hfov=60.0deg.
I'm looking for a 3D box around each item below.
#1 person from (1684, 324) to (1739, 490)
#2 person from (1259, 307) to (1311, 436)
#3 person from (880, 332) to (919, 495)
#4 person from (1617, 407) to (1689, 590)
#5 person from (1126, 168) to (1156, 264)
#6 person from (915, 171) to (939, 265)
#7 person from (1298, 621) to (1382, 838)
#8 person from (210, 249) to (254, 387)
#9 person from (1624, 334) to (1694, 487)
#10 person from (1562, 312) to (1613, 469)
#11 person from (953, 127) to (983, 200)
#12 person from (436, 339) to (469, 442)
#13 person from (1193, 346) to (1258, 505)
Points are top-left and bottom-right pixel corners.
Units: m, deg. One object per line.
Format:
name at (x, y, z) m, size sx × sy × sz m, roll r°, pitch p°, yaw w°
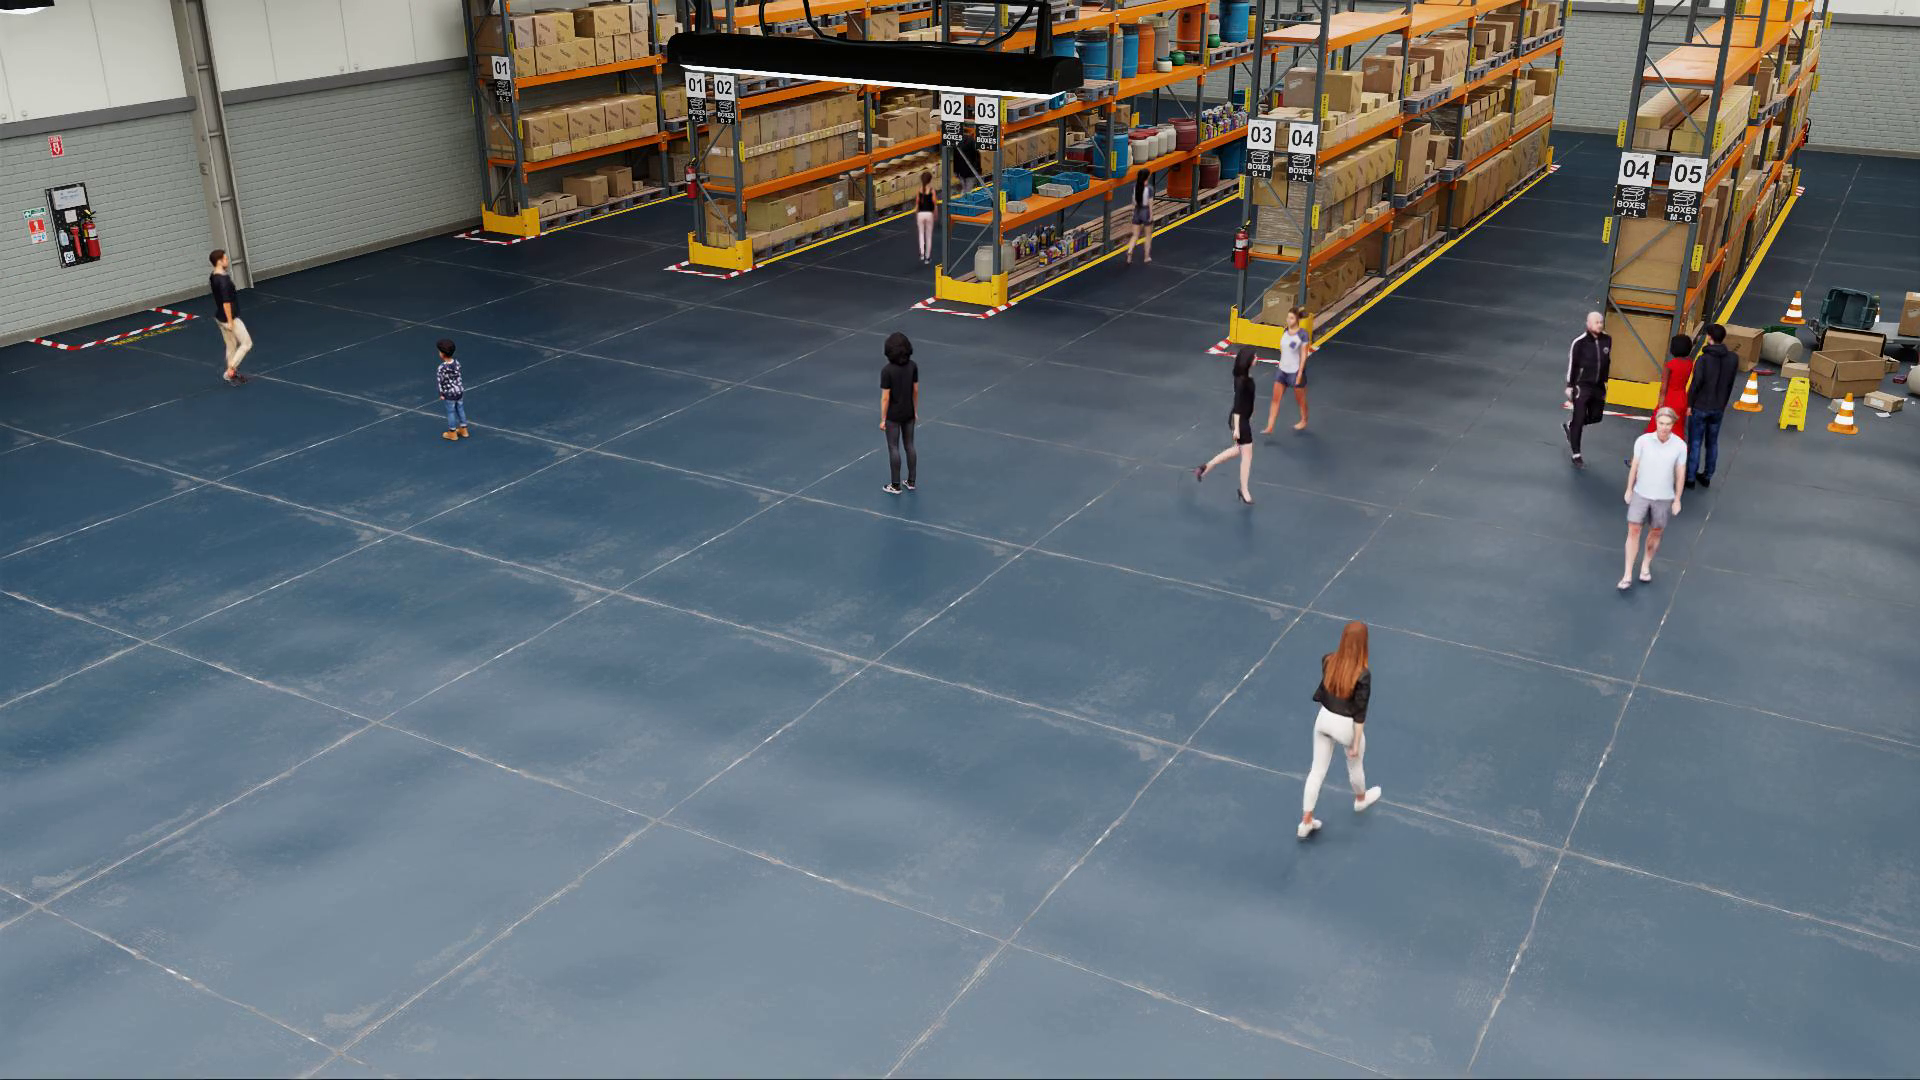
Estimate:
person at (8.376, -1.491, 18.588) m, size 0.771 × 1.887 × 0.812 m, roll -4°, pitch 23°, yaw -9°
person at (4.102, -2.042, 20.285) m, size 1.097 × 1.573 × 0.809 m, roll -18°, pitch 29°, yaw -36°
person at (-0.667, -1.421, 18.490) m, size 0.632 × 1.836 × 0.770 m, roll -15°, pitch 27°, yaw -31°
person at (6.786, -0.456, 16.253) m, size 0.733 × 1.809 × 0.938 m, roll 9°, pitch 25°, yaw 20°
person at (3.066, -5.491, 28.323) m, size 0.604 × 1.629 × 0.872 m, roll 14°, pitch 27°, yaw 30°
person at (-0.597, -5.501, 28.458) m, size 0.702 × 1.541 × 0.835 m, roll 3°, pitch 23°, yaw 8°
person at (2.701, 1.400, 12.074) m, size 0.806 × 1.664 × 1.156 m, roll 21°, pitch 31°, yaw 41°
person at (-9.747, -2.905, 21.965) m, size 0.766 × 1.846 × 0.739 m, roll -19°, pitch 30°, yaw -38°
person at (8.037, -1.407, 18.612) m, size 1.021 × 1.714 × 1.041 m, roll -9°, pitch 25°, yaw -20°
person at (7.261, -1.796, 19.393) m, size 1.038 × 1.819 × 1.102 m, roll -6°, pitch 24°, yaw -14°
person at (0.071, -6.972, 31.416) m, size 0.757 × 1.935 × 0.744 m, roll 17°, pitch 28°, yaw 35°
person at (-6.179, -1.838, 20.216) m, size 0.571 × 1.252 × 0.455 m, roll 16°, pitch 28°, yaw 33°
person at (2.988, -1.259, 18.180) m, size 0.817 × 1.780 × 0.962 m, roll 6°, pitch 24°, yaw 15°
